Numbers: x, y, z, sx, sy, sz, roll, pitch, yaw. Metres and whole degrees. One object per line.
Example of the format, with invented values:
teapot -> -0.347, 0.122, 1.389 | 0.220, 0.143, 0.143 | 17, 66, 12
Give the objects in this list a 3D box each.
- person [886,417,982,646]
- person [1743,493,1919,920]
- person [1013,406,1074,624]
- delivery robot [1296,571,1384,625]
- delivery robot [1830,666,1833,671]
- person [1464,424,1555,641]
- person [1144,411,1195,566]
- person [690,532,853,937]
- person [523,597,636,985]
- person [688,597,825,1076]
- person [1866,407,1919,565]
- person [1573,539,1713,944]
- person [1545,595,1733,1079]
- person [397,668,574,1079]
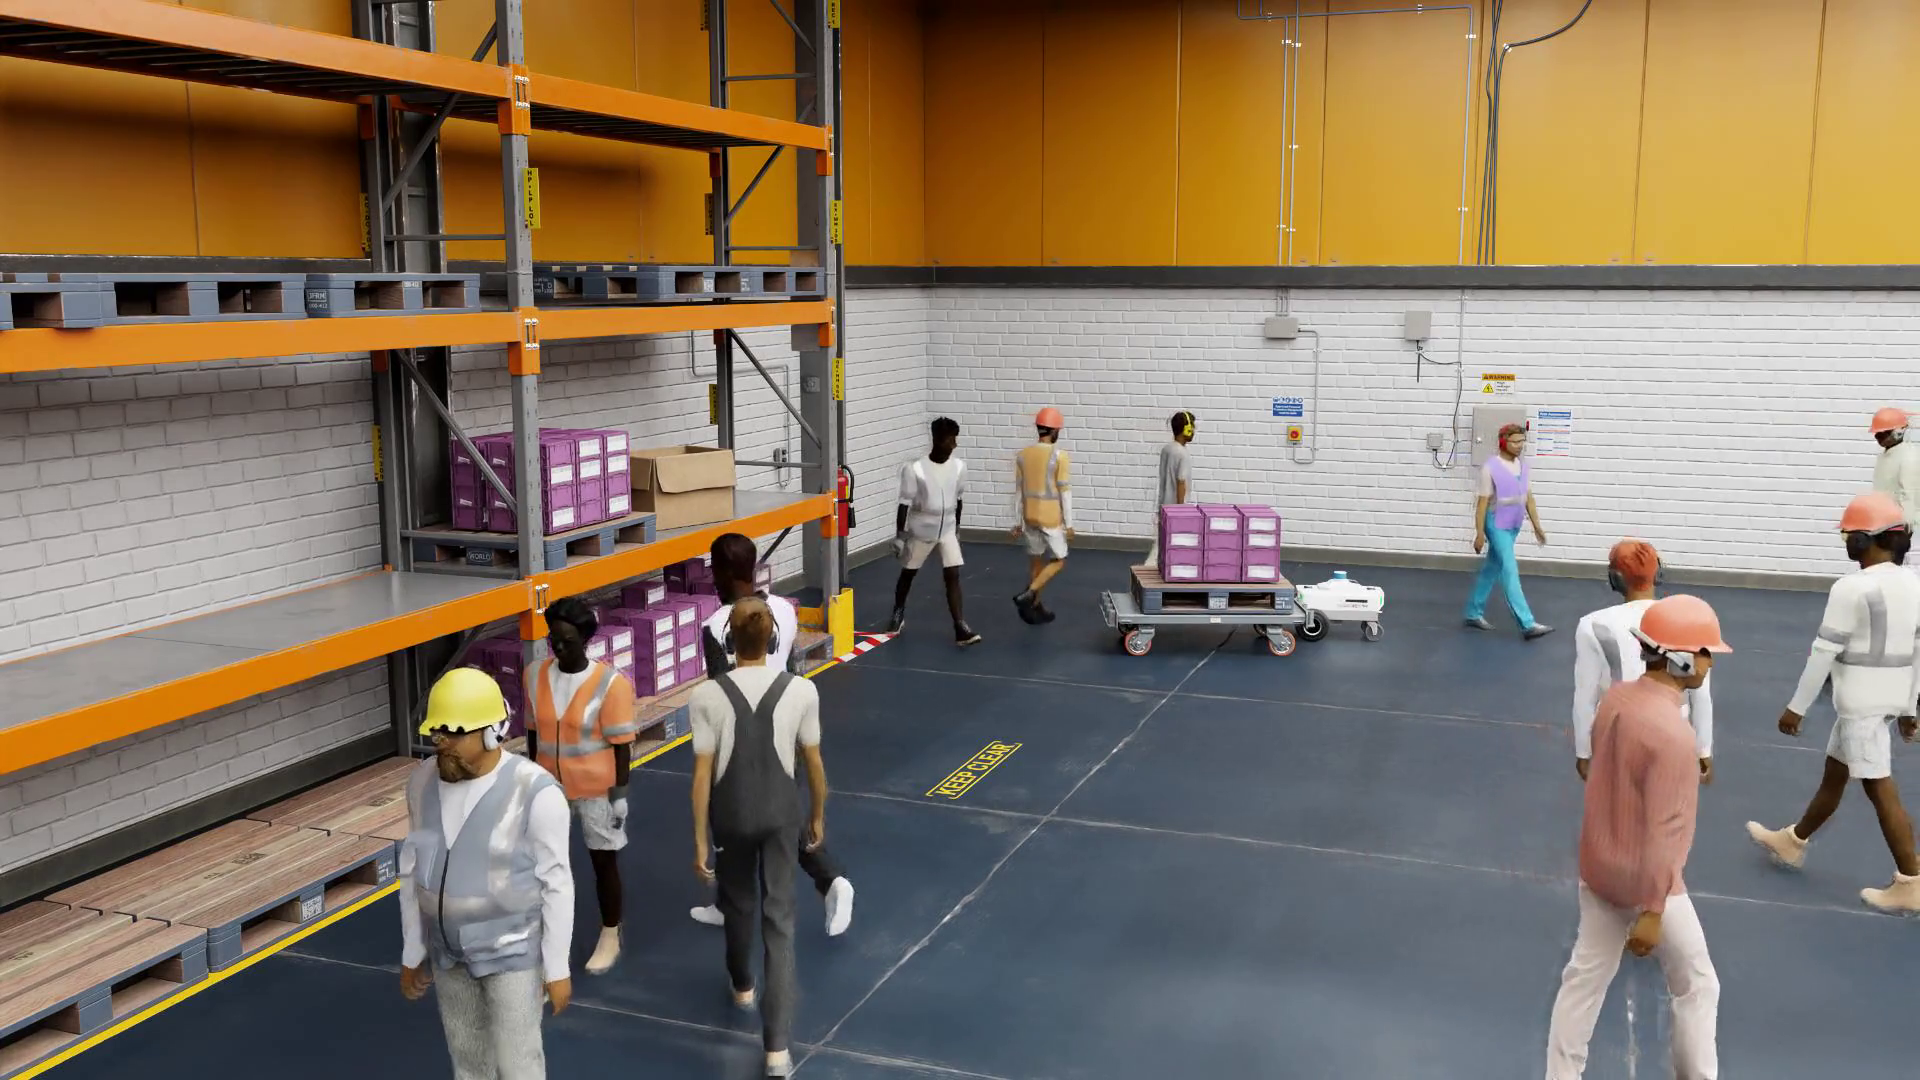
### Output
person -> -0.267, -0.080, 13.754 | 0.673, 1.889, 1.086 | -5, 10, -27
person -> 4.317, 0.764, 8.086 | 0.642, 1.981, 1.052 | -6, 11, -31
person -> 0.667, -0.181, 14.244 | 0.589, 1.916, 0.622 | 8, 12, 40
delivery robot -> 3.174, 0.504, 13.907 | 0.707, 0.478, 0.477 | 1, 9, 7
delivery robot -> 6.564, 0.817, 11.942 | 0.707, 0.478, 0.477 | 7, 11, 37
person -> 4.625, -0.070, 13.930 | 0.571, 1.796, 0.962 | -8, 12, -40
person -> 1.978, -0.247, 14.997 | 0.974, 1.812, 0.521 | -4, 10, -22
person -> -0.890, 0.902, 7.542 | 0.817, 1.891, 0.596 | 6, 11, 32
person -> -1.658, 1.076, 7.068 | 0.558, 1.673, 0.612 | 3, 9, 17
person -> -0.786, 1.113, 6.532 | 0.527, 1.793, 0.983 | -2, 9, -9
person -> 7.821, -0.129, 13.796 | 0.757, 1.963, 0.636 | 1, 9, 8
person -> 3.045, 0.929, 7.429 | 0.611, 1.865, 0.459 | 1, 9, 9
person -> 2.460, 1.153, 5.755 | 0.883, 1.956, 0.615 | -1, 9, -5
person -> -1.536, 1.301, 5.266 | 0.618, 1.821, 0.479 | 4, 10, 23
